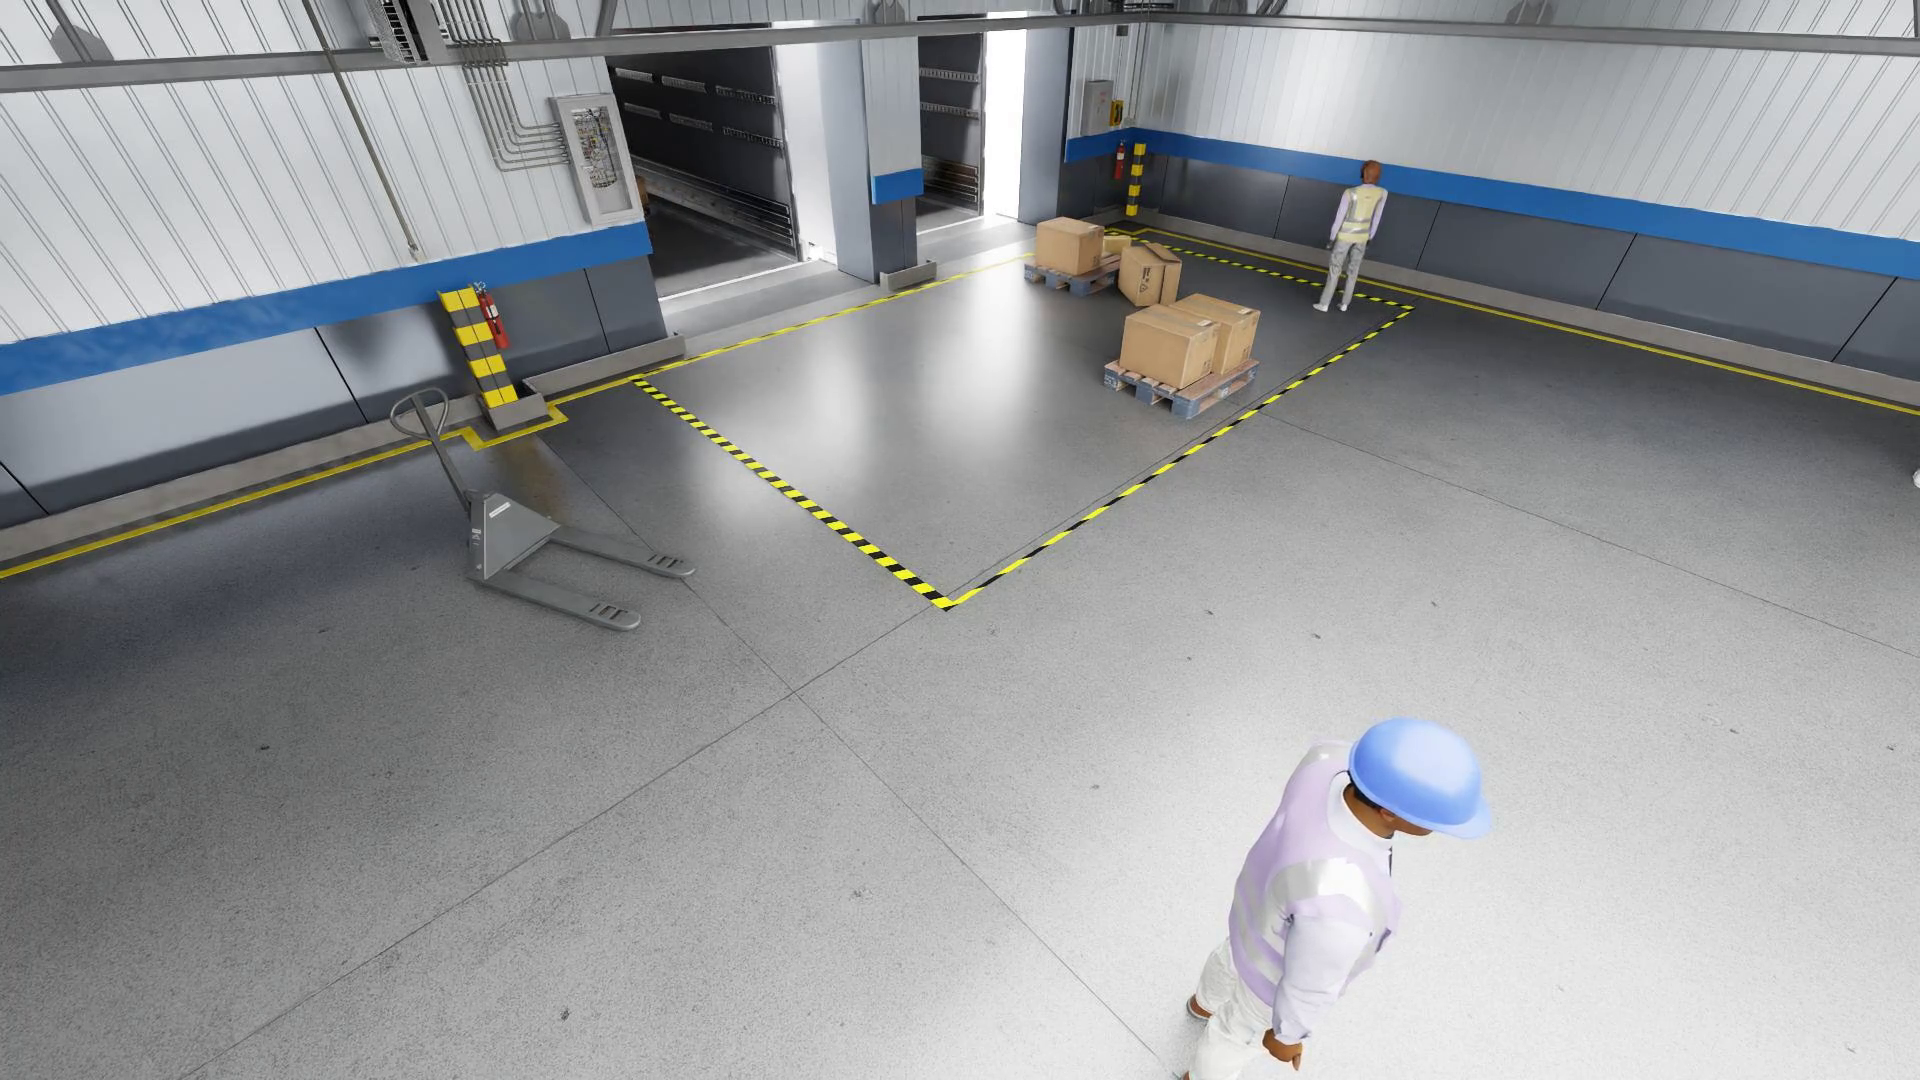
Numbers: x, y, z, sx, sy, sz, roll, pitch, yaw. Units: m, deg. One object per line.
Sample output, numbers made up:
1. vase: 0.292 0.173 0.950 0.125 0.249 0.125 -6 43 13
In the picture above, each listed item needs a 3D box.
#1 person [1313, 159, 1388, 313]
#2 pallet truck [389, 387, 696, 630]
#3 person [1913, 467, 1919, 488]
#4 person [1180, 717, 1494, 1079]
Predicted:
1. person: 4.468 -3.431 8.383 0.522 1.638 0.309 -1 38 -1
2. pallet truck: -2.613 -0.247 4.593 1.601 1.201 0.680 14 40 17
3. person: 7.808 -1.104 5.289 0.491 1.743 0.295 14 40 17
4. person: 0.991 1.179 2.168 0.402 1.945 0.613 14 40 17
